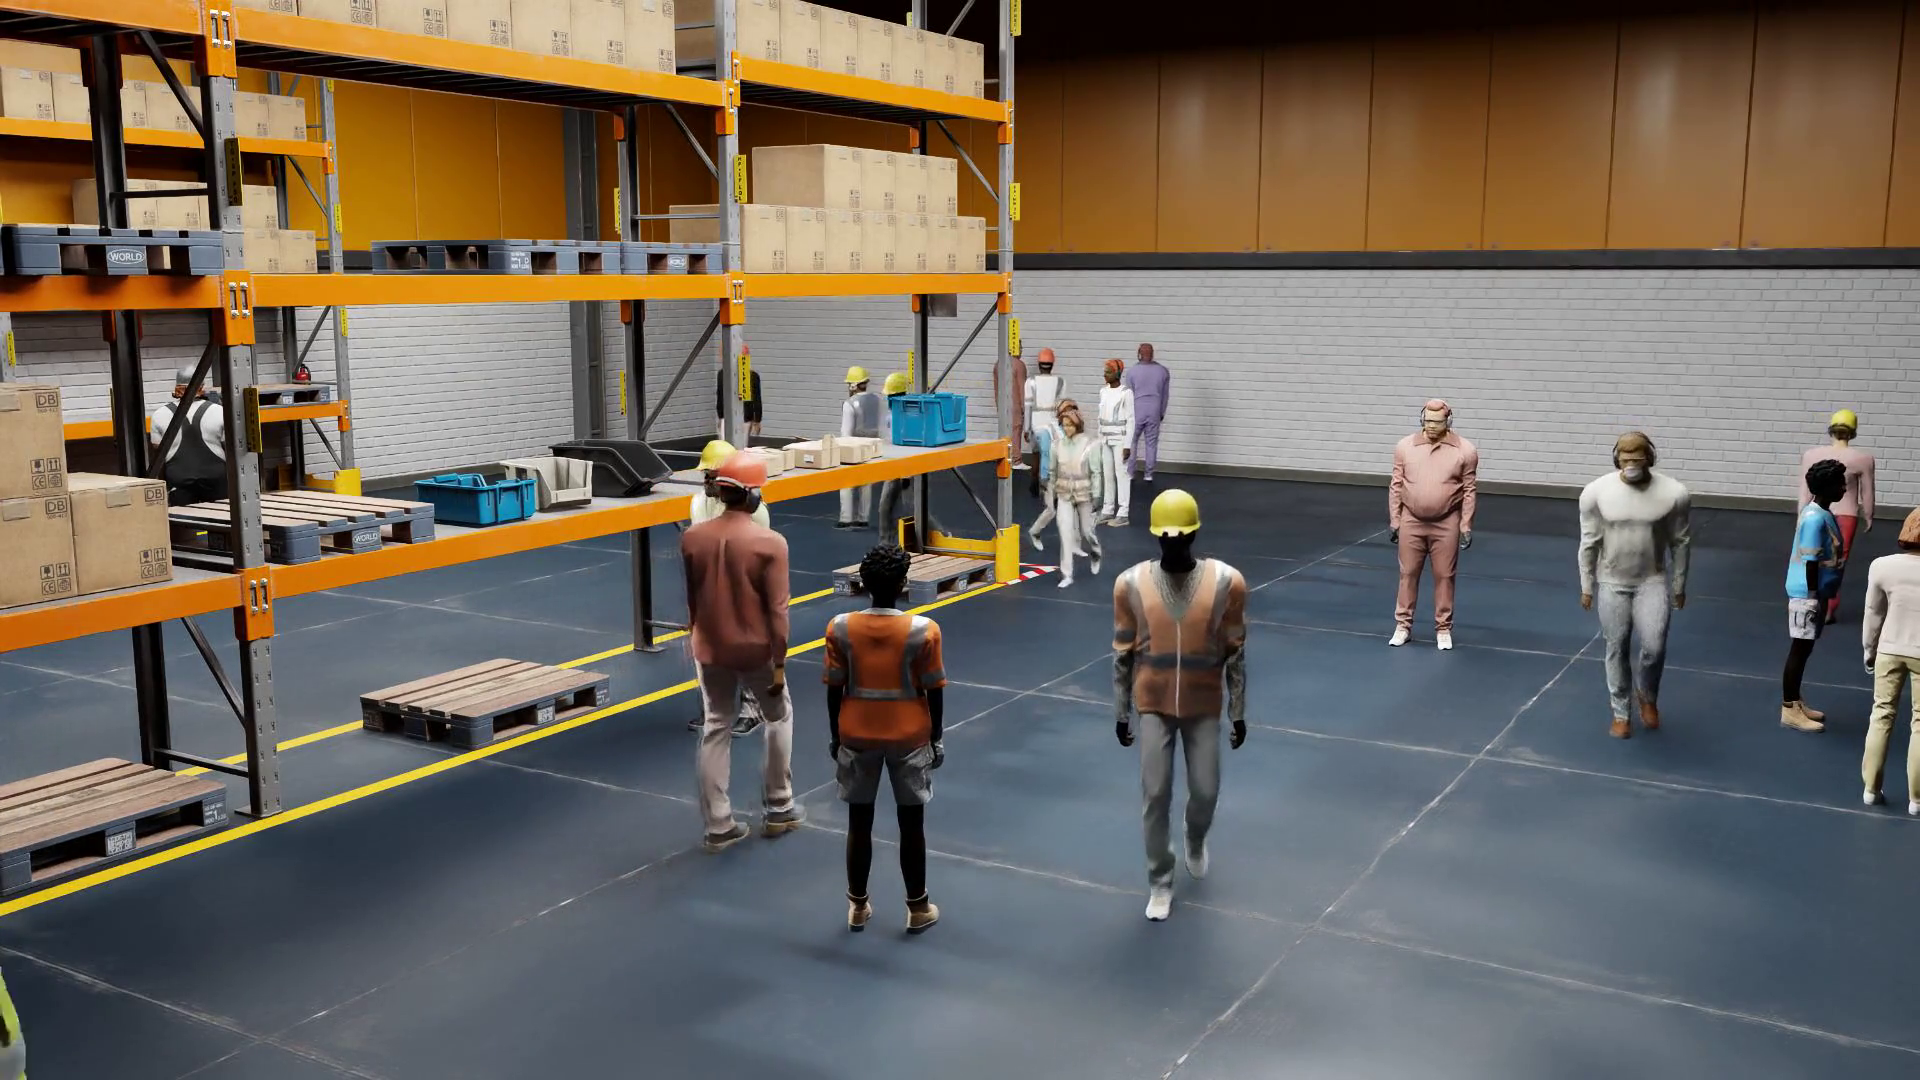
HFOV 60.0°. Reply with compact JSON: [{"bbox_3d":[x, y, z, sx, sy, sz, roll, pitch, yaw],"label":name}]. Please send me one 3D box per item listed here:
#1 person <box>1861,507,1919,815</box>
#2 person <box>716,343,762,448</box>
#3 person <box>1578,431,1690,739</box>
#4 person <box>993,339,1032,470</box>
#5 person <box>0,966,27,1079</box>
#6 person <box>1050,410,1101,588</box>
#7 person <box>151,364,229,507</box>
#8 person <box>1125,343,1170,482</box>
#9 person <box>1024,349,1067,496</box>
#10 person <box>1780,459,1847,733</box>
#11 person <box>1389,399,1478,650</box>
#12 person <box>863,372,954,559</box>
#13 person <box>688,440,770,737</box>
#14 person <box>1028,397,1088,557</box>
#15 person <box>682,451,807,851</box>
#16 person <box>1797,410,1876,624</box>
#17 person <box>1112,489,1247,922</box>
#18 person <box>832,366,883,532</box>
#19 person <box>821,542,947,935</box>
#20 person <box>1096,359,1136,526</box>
[{"bbox_3d":[5.026,0.630,8.783,0.277,1.628,0.501,-7,11,-37],"label":"person"},{"bbox_3d":[-2.853,-1.554,21.399,0.650,1.947,0.734,2,9,11],"label":"person"},{"bbox_3d":[4.066,0.282,10.088,0.638,1.906,0.514,3,10,21],"label":"person"},{"bbox_3d":[0.775,-1.968,24.138,0.401,1.904,0.640,-7,11,-37],"label":"person"},{"bbox_3d":[-2.356,1.364,3.667,0.939,1.805,0.637,-9,12,-43],"label":"person"},{"bbox_3d":[1.082,-0.394,15.200,0.522,1.613,0.668,4,10,24],"label":"person"},{"bbox_3d":[-6.850,-0.564,14.943,0.673,2.000,0.536,-3,10,-20],"label":"person"},{"bbox_3d":[2.515,-1.722,22.619,0.669,1.902,0.462,-2,9,-11],"label":"person"},{"bbox_3d":[1.073,-1.442,20.892,0.561,1.887,0.941,0,9,0],"label":"person"},{"bbox_3d":[5.334,0.336,10.391,0.317,1.695,0.540,5,10,29],"label":"person"},{"bbox_3d":[3.561,-0.117,12.591,0.639,1.902,0.407,4,10,22],"label":"person"},{"bbox_3d":[-0.494,-0.727,16.468,0.834,1.888,0.619,-4,10,-26],"label":"person"},{"bbox_3d":[-1.445,0.296,10.218,0.596,1.831,0.403,6,11,32],"label":"person"},{"bbox_3d":[0.974,-0.639,16.702,0.542,1.616,0.589,-5,10,-29],"label":"person"},{"bbox_3d":[-1.066,0.533,8.332,0.617,1.970,0.746,3,10,18],"label":"person"},{"bbox_3d":[7.215,-0.202,13.686,0.545,1.720,0.902,6,11,35],"label":"person"},{"bbox_3d":[0.974,0.707,7.405,0.605,1.908,0.530,2,9,9],"label":"person"},{"bbox_3d":[-1.121,-1.002,18.358,0.446,1.827,0.615,8,12,41],"label":"person"},{"bbox_3d":[-0.319,0.854,7.161,0.539,1.695,0.318,2,9,10],"label":"person"},{"bbox_3d":[1.741,-1.095,18.747,0.362,1.882,0.576,-5,11,-30],"label":"person"}]
